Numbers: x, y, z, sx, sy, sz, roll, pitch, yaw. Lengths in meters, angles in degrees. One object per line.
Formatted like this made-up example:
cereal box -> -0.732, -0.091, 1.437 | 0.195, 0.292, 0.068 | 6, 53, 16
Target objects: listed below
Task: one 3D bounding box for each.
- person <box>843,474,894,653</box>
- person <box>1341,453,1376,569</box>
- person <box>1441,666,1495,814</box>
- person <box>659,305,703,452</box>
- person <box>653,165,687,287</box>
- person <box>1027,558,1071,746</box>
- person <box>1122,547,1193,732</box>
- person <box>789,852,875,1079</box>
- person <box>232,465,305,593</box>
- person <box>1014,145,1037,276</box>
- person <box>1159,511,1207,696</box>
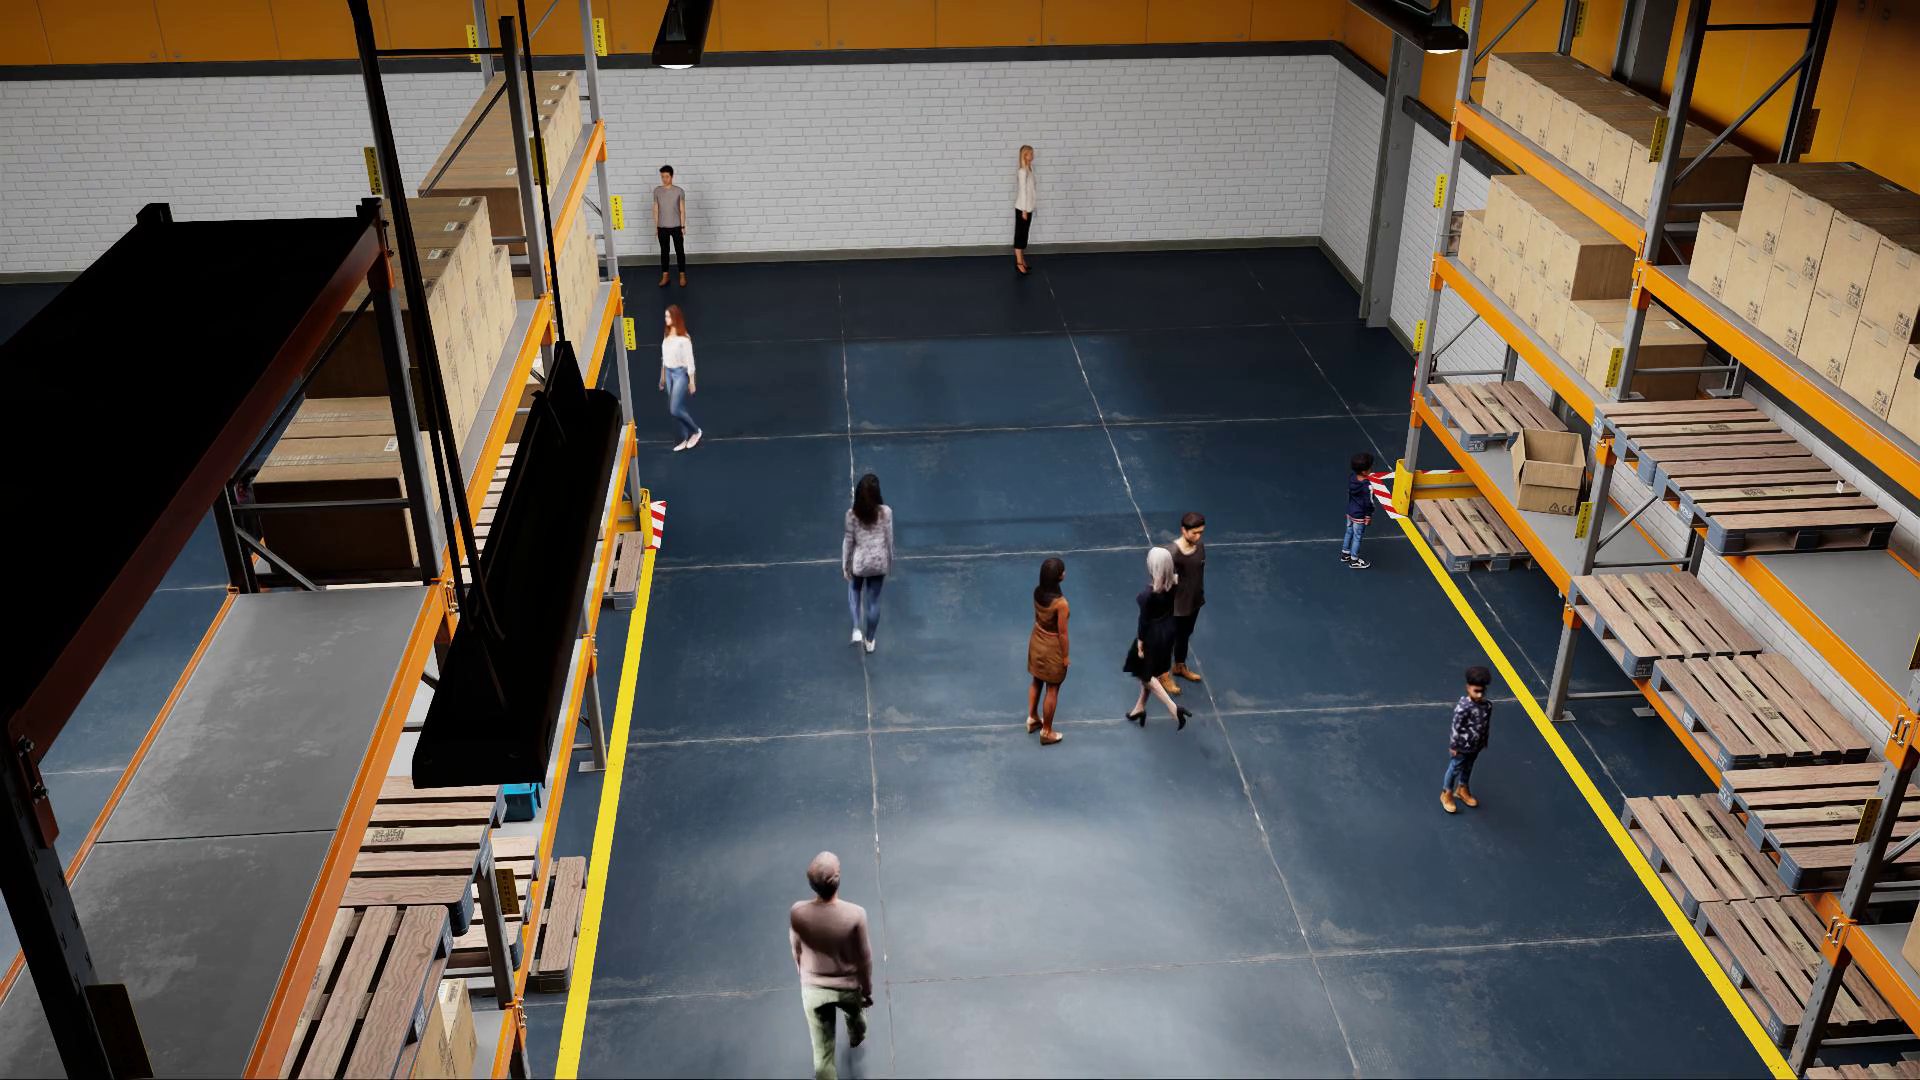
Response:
person -> -0.797, 0.257, 14.848 | 0.607, 1.710, 0.617 | -4, 29, -8
person -> 3.926, -0.305, 16.389 | 0.625, 1.221, 0.497 | -10, 30, -17
person -> 3.965, 1.542, 12.973 | 0.542, 1.250, 0.548 | -11, 30, -19
person -> -3.095, -1.829, 18.663 | 0.777, 1.719, 0.709 | -22, 36, -35
person -> -4.086, -4.446, 23.464 | 0.630, 1.716, 0.562 | 1, 29, 2
person -> 0.735, 0.903, 13.692 | 0.697, 1.683, 0.585 | -17, 33, -28
person -> 1.660, 0.865, 13.714 | 0.923, 1.728, 1.014 | -25, 37, -38
person -> -0.785, 2.795, 10.073 | 0.679, 1.827, 1.160 | -1, 29, -2
person -> -6.427, 0.040, 15.369 | 1.012, 1.592, 1.088 | 21, 35, 33
person -> 0.929, -4.739, 23.853 | 0.719, 1.858, 0.553 | 5, 29, 9
person -> 1.921, 0.498, 14.406 | 0.706, 1.711, 0.743 | -25, 37, -37
